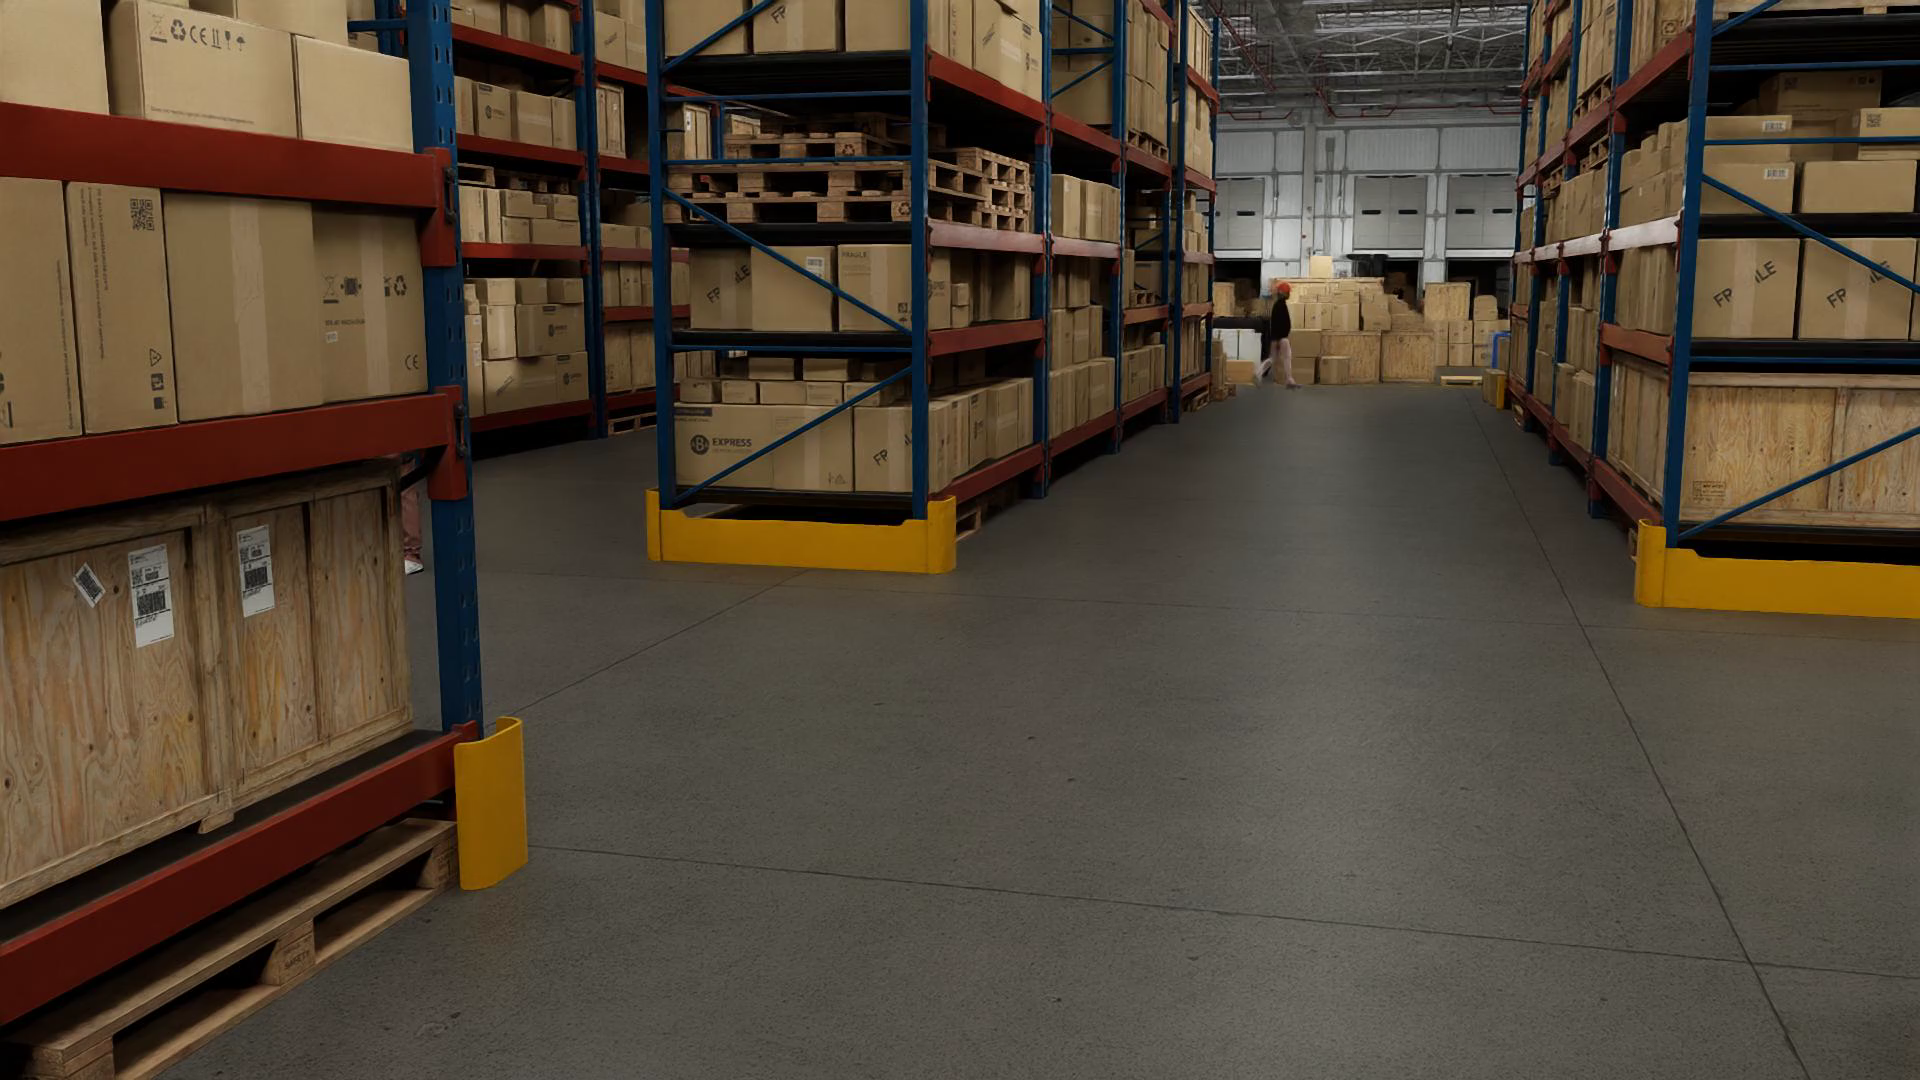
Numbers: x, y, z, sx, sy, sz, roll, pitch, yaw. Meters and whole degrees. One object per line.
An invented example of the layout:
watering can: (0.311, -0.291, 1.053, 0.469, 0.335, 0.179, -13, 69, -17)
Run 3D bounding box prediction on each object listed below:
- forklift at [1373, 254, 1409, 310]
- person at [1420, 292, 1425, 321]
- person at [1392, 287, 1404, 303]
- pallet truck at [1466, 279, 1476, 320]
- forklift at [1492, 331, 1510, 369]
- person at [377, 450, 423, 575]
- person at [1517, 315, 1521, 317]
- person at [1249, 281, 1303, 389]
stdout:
forklift: (13.862, -8.056, 54.952, 1.873, 2.768, 1.129, 4, 10, 22)
person: (15.320, -7.407, 54.709, 0.868, 1.662, 0.533, -4, 10, -25)
person: (9.668, -4.694, 36.919, 0.429, 1.837, 0.629, -1, 9, -9)
pallet truck: (18.896, -8.459, 60.307, 1.885, 1.965, 0.823, 5, 10, 31)
forklift: (10.276, -3.913, 28.631, 1.873, 2.768, 1.129, -2, 9, -10)
person: (-3.926, -0.708, 11.336, 0.651, 1.912, 0.409, 7, 11, 38)
person: (14.155, -5.529, 41.894, 0.629, 1.936, 0.371, -6, 11, -34)
person: (5.782, -3.721, 30.299, 0.899, 1.970, 0.608, 0, 9, 2)
